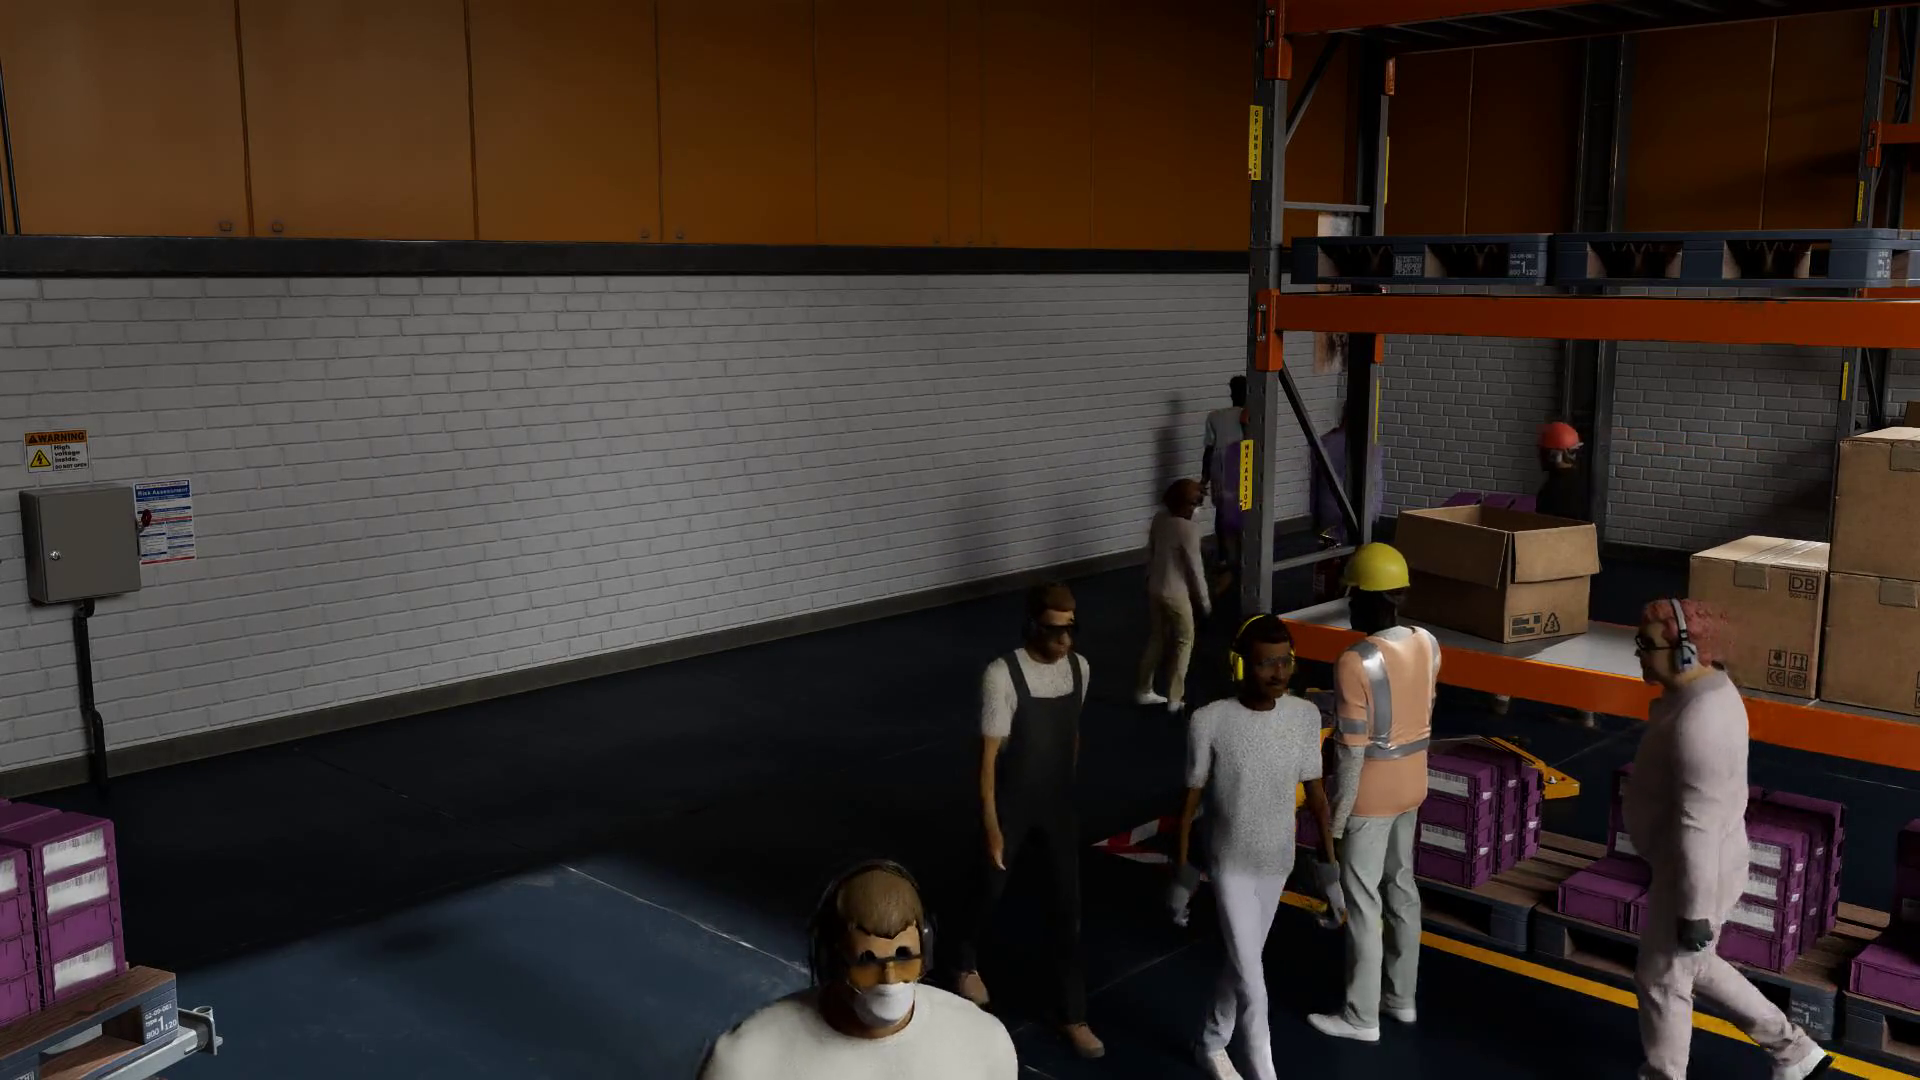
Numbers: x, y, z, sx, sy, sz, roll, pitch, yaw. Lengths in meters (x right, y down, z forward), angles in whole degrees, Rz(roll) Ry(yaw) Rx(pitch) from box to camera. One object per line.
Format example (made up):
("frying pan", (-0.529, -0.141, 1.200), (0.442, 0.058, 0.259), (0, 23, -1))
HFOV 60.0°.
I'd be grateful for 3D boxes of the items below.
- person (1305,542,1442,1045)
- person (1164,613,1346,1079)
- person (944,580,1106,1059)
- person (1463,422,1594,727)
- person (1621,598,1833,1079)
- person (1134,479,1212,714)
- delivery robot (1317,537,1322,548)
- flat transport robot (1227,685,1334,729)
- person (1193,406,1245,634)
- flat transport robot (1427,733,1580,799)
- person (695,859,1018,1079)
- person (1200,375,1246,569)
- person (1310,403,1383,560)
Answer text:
("person", (1.571, 0.964, 6.363), (0.617, 1.924, 0.393), (-8, 12, -42))
("person", (1.018, 1.140, 5.629), (0.544, 1.816, 1.005), (-3, 10, -20))
("person", (0.224, 1.013, 6.455), (0.535, 1.809, 0.880), (-5, 11, -29))
("person", (3.783, 0.208, 10.869), (0.657, 1.957, 0.936), (-9, 13, -43))
("person", (2.545, 1.122, 5.570), (0.663, 1.878, 0.666), (4, 10, 25))
("person", (1.421, 0.371, 11.016), (0.329, 1.594, 0.531), (-5, 11, -29))
("delivery robot", (3.692, 0.000, 16.170), (0.477, 0.478, 0.707), (3, 10, 21))
("flat transport robot", (2.193, 1.144, 10.308), (0.652, 0.197, 1.431), (-2, 9, -12))
("person", (2.194, -0.135, 13.098), (0.594, 1.921, 0.559), (-6, 11, -30))
("flat transport robot", (2.667, 1.298, 9.365), (1.431, 0.197, 0.652), (-2, 9, -12))
("person", (-0.203, 1.492, 3.227), (0.627, 1.906, 1.009), (-2, 9, -13))
("person", (2.697, -0.648, 16.288), (0.622, 1.911, 0.908), (4, 10, 21))
("person", (3.201, -0.217, 13.723), (0.666, 1.877, 0.527), (7, 12, 37))
